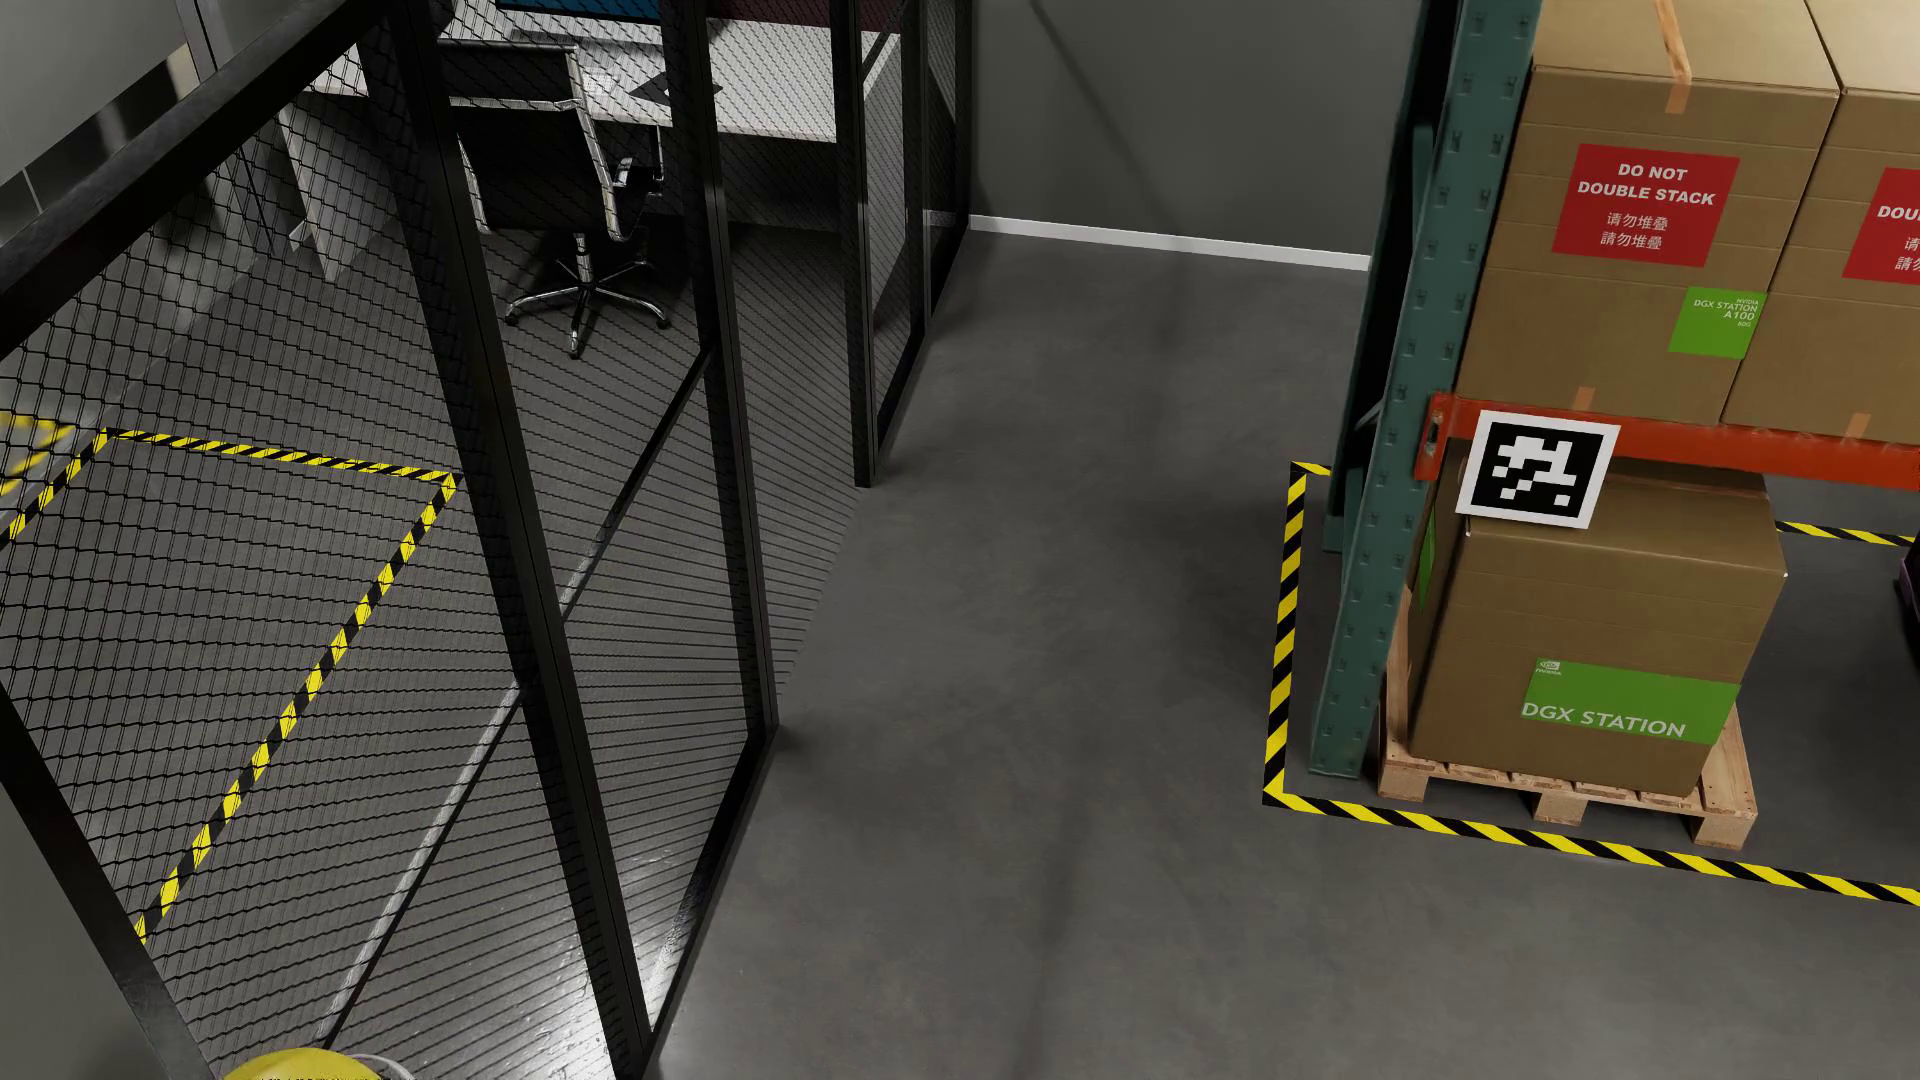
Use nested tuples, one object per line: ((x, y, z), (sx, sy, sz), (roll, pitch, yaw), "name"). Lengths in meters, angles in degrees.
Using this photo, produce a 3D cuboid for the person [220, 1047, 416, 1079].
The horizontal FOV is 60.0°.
((-0.671, 1.223, 2.168), (0.588, 1.834, 0.403), (13, 43, 14), "person")
